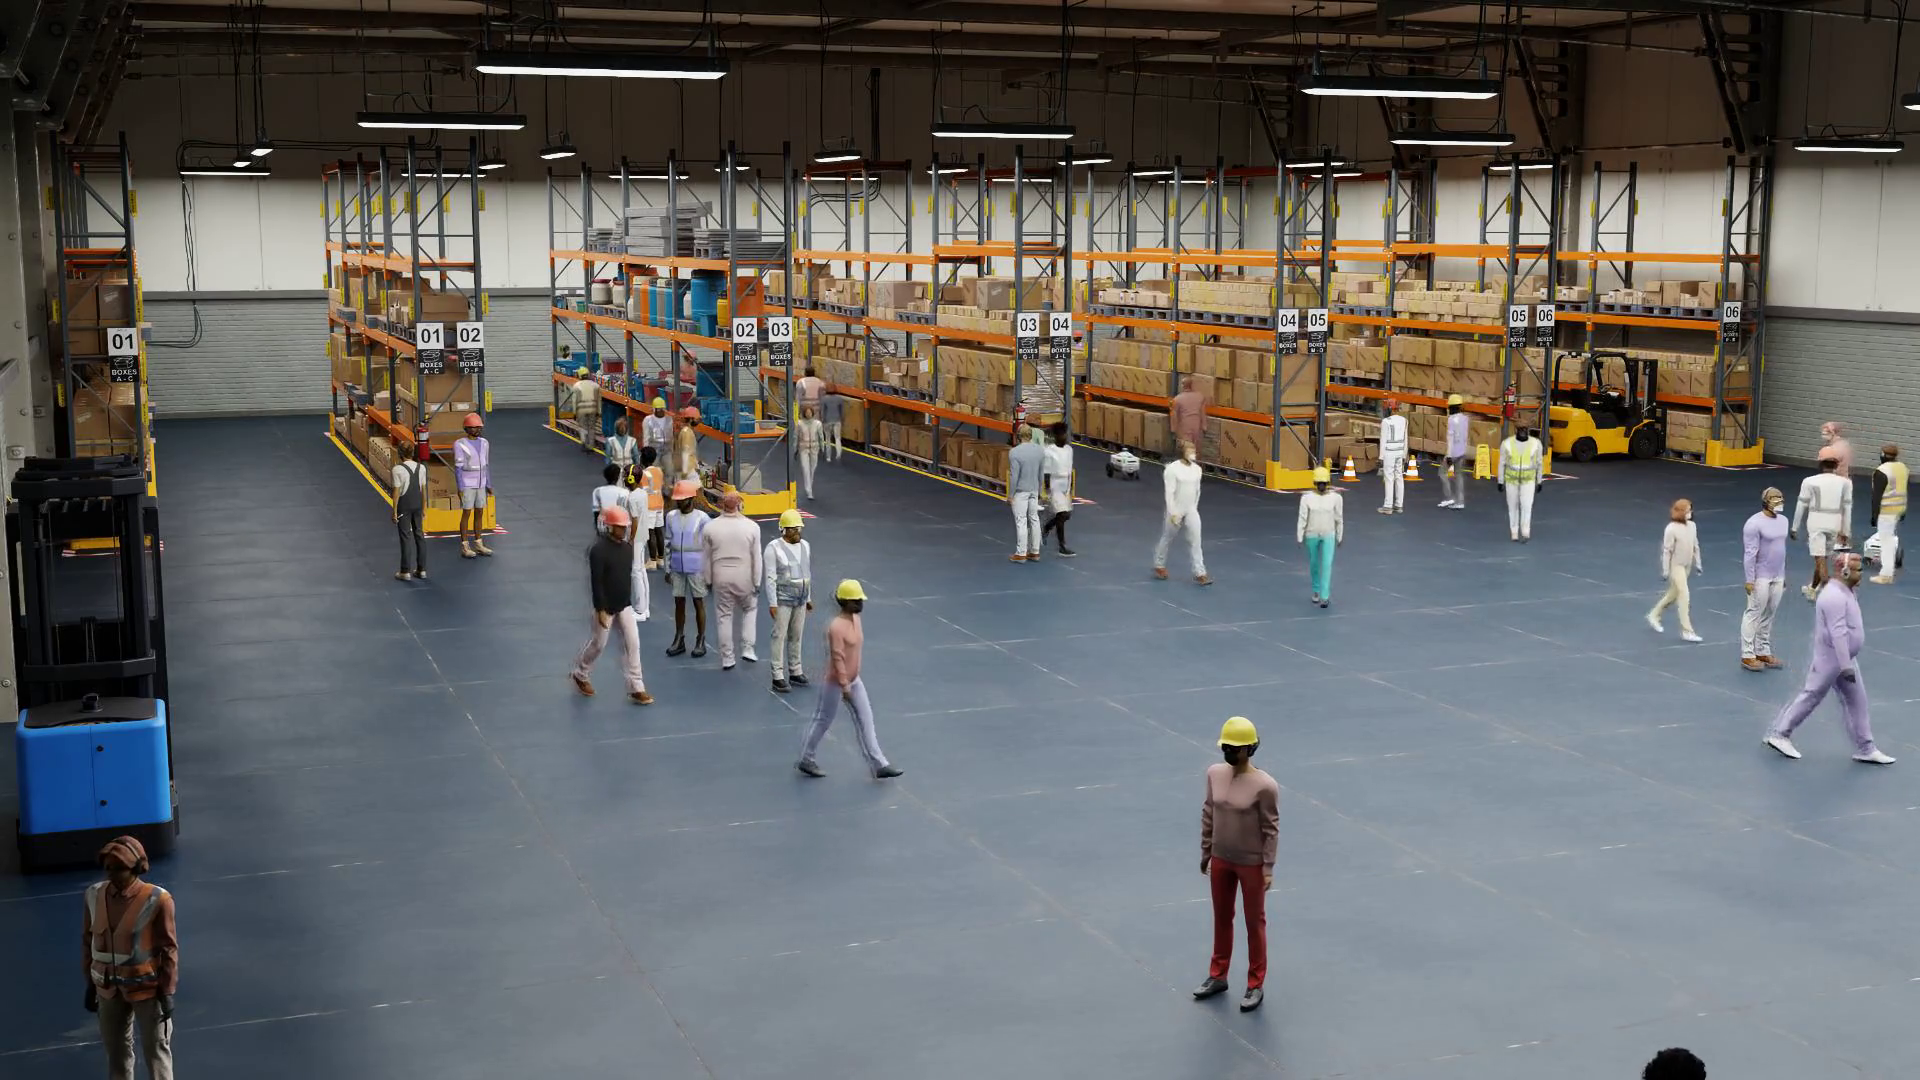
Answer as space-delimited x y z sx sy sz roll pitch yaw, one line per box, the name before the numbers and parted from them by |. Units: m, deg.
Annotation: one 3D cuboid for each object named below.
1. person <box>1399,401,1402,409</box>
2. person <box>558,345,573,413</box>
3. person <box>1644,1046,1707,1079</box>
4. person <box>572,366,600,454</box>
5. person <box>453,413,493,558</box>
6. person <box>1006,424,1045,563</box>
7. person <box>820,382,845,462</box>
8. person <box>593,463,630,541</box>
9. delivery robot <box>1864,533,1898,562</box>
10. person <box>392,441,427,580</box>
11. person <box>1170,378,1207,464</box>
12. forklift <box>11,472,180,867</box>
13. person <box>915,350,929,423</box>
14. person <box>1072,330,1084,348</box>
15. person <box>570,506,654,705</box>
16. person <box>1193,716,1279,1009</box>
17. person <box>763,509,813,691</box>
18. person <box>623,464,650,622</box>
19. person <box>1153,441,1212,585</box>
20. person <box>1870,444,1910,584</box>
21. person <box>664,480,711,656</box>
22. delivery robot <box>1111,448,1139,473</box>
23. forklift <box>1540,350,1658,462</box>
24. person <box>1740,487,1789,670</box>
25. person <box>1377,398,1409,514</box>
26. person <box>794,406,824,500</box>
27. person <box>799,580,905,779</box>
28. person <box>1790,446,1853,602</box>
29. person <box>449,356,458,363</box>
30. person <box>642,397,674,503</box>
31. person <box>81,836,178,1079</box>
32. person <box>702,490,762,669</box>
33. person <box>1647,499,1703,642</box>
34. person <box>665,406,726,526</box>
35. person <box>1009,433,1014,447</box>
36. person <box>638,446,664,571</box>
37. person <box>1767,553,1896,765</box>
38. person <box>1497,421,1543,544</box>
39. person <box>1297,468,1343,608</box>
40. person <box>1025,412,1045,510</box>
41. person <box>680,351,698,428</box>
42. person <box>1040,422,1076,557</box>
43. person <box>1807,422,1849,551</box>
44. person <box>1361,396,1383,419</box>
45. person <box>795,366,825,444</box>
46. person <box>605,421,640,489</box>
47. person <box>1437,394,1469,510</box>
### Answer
person | 10.034 -3.421 48.340 0.483 1.737 0.320 8 11 41
person | -9.398 -3.732 50.011 0.471 1.850 0.567 3 9 18
person | 2.574 2.705 7.730 0.536 1.673 0.773 4 9 24
person | -7.688 -2.665 43.032 0.614 1.813 0.428 -4 9 -26
person | -6.890 -0.785 29.729 0.377 2.045 0.605 6 11 36
person | 0.911 -0.658 29.234 0.637 1.936 0.355 -7 11 -39
person | -2.520 -2.328 41.435 0.506 1.615 0.675 -2 9 -11
person | -4.436 -0.145 26.670 0.541 1.674 0.707 2 9 14
delivery robot | 12.660 0.076 28.765 0.477 0.478 0.707 5 10 32
person | -7.317 -0.399 27.847 0.330 1.839 0.502 7 11 40
person | 4.229 -2.090 39.087 0.660 1.842 1.039 -4 9 -22
forklift | -6.630 0.886 15.957 1.129 2.768 1.873 -3 9 -21
person | -0.910 -3.419 47.839 0.575 1.882 0.338 -8 12 -43
person | 3.117 -4.583 55.404 0.362 1.938 0.545 2 9 10
person | -3.476 0.622 20.679 0.979 1.959 0.608 7 11 37
person | 1.665 1.924 12.590 0.523 1.769 0.321 7 11 41
person | -1.715 0.595 21.226 0.404 1.835 0.587 8 11 41
person | -3.868 0.028 24.888 0.325 1.871 0.524 1 9 6
person | 2.914 -0.374 27.567 0.642 1.889 1.061 -5 10 -29
person | 12.252 -0.359 27.659 0.712 1.812 0.481 -6 11 -36
person | -2.980 0.305 22.828 0.552 1.932 0.377 3 9 18
delivery robot | 3.075 -1.467 39.050 0.477 0.478 0.707 -3 9 -17
forklift | 12.897 -2.725 42.309 2.313 2.155 1.214 -3 9 -21
person | 8.537 0.398 22.191 0.635 1.937 0.354 -6 10 -33
person | 7.079 -1.376 34.222 0.575 1.881 0.339 -6 11 -36
person | -2.618 -1.538 36.199 0.520 1.605 0.838 -2 9 -16
person | -0.959 1.182 17.723 0.950 1.715 0.542 4 9 24
person | 10.585 -0.158 25.730 0.633 1.986 1.053 0 9 -2
person | -10.981 -3.116 45.500 0.630 1.972 0.633 -3 9 -22
person | -5.035 -1.492 35.199 0.609 1.811 0.545 -5 10 -31
person | -4.192 2.288 10.588 0.513 1.640 0.311 2 9 11
person | -2.404 0.412 22.290 0.647 1.889 0.583 0 9 3
person | 8.174 0.309 23.888 0.499 1.605 0.774 -7 11 -37
person | -4.137 -1.140 32.613 1.017 1.878 0.566 -2 9 -13
person | 1.249 -2.798 43.779 0.556 1.884 0.953 -3 9 -18
person | -4.216 -0.434 28.537 0.322 1.696 0.536 3 9 20
person | 7.631 1.024 18.326 1.022 1.859 0.646 6 11 36
person | 8.275 -0.849 30.958 0.655 1.799 0.917 2 9 16
person | 4.437 -0.037 25.826 0.546 1.712 0.927 2 9 11
person | 1.195 -1.305 34.581 0.503 1.627 0.270 7 11 37
person | -5.972 -3.157 45.892 0.380 1.948 0.713 1 9 9
person | 1.352 -0.743 29.844 0.718 1.930 0.614 8 11 42
person | 12.564 -0.779 30.275 0.730 1.865 0.723 4 10 27
person | 9.197 -3.281 46.817 0.617 1.908 0.916 -3 9 -19
person | -3.113 -2.680 43.098 0.664 1.817 0.705 -3 9 -20
person | -5.358 -1.101 33.323 0.534 1.589 0.857 -4 9 -23
person | 8.146 -1.463 34.683 0.569 1.906 0.624 8 12 42
